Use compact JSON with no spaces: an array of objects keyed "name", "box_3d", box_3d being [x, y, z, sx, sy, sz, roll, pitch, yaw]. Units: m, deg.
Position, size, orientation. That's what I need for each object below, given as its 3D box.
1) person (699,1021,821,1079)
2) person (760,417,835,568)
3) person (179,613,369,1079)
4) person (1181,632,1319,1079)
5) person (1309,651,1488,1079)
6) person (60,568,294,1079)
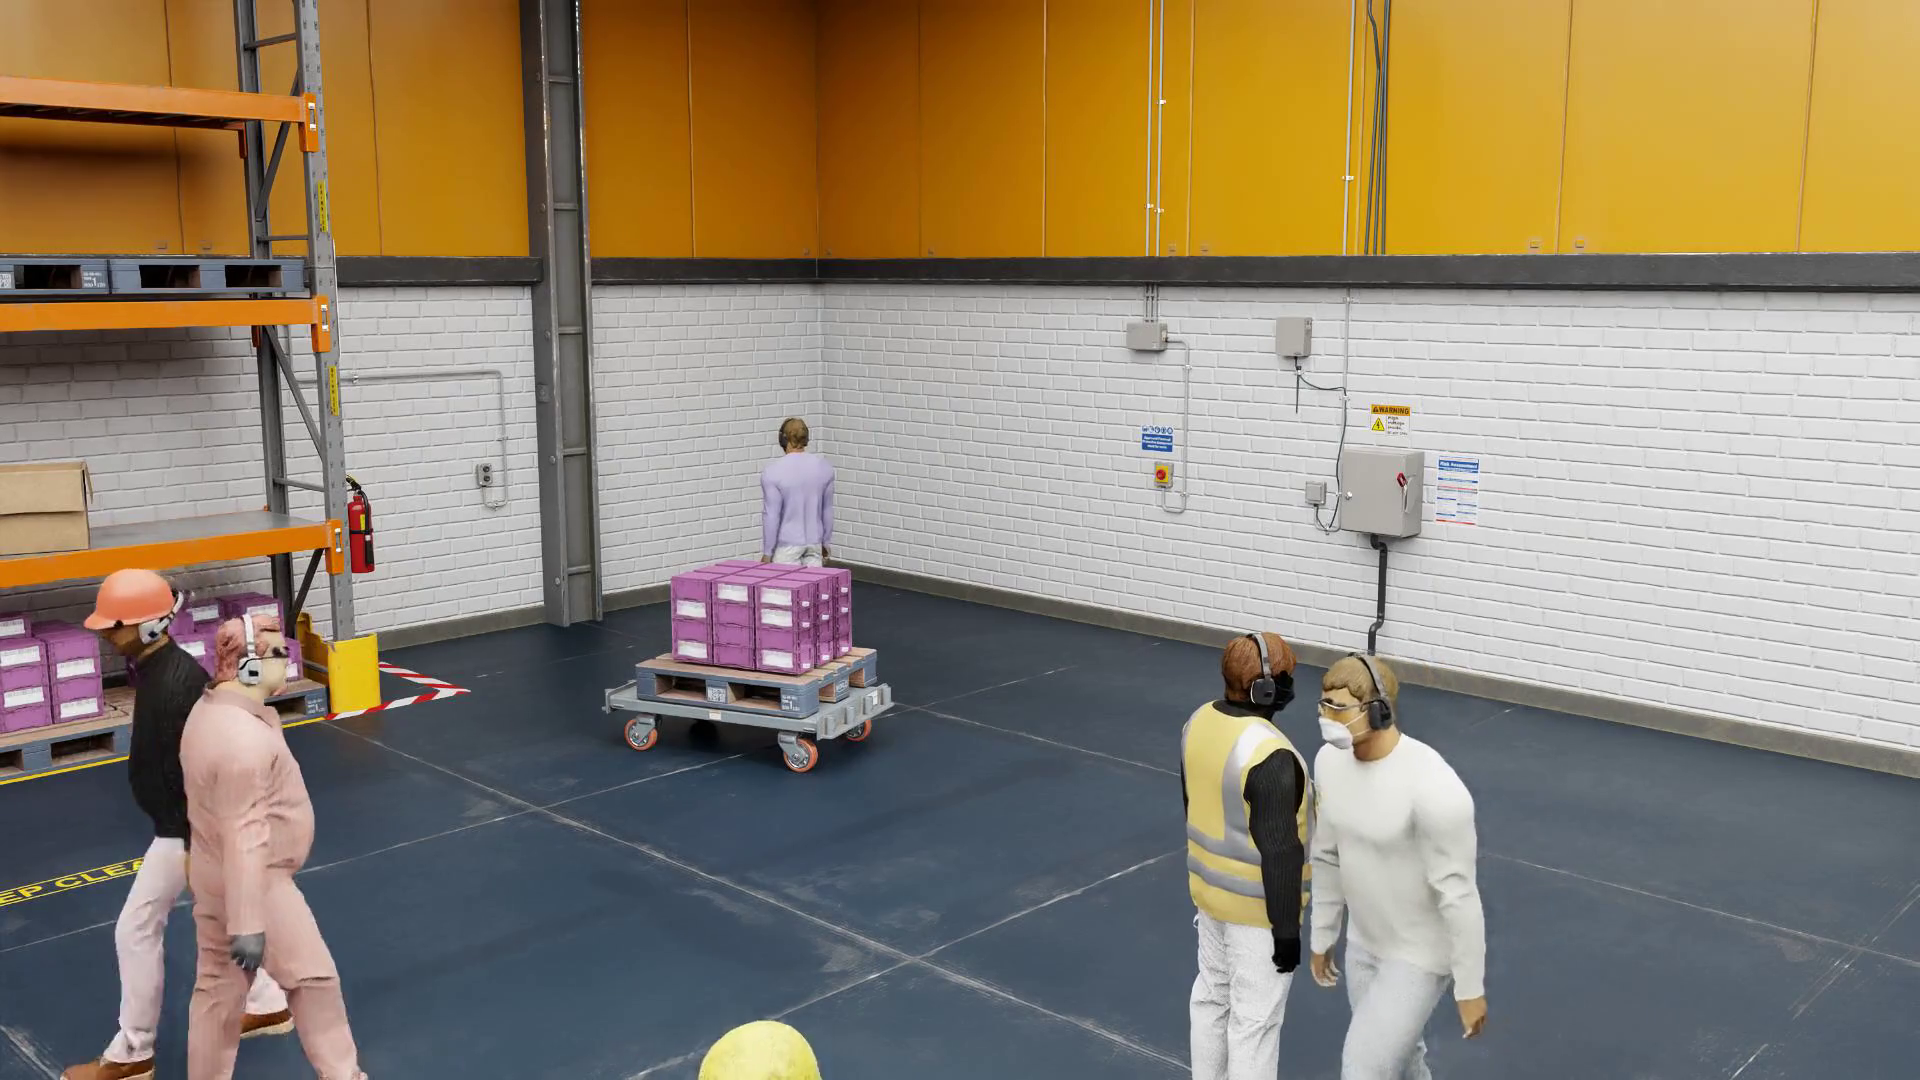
[{"name":"person","box_3d":[-0.430,1.692,3.011,0.688,1.720,0.494,-2,9,-12]},{"name":"person","box_3d":[-1.217,0.045,12.460,0.635,1.937,0.352,-8,12,-39]},{"name":"person","box_3d":[-2.299,1.170,5.738,0.863,1.872,0.680,-6,11,-34]},{"name":"person","box_3d":[0.981,1.214,5.593,0.429,1.845,0.622,-3,10,-19]},{"name":"person","box_3d":[1.276,1.270,5.052,0.703,1.901,0.641,-3,10,-20]},{"name":"person","box_3d":[-2.995,1.064,6.205,0.951,1.937,0.682,-5,10,-27]}]
